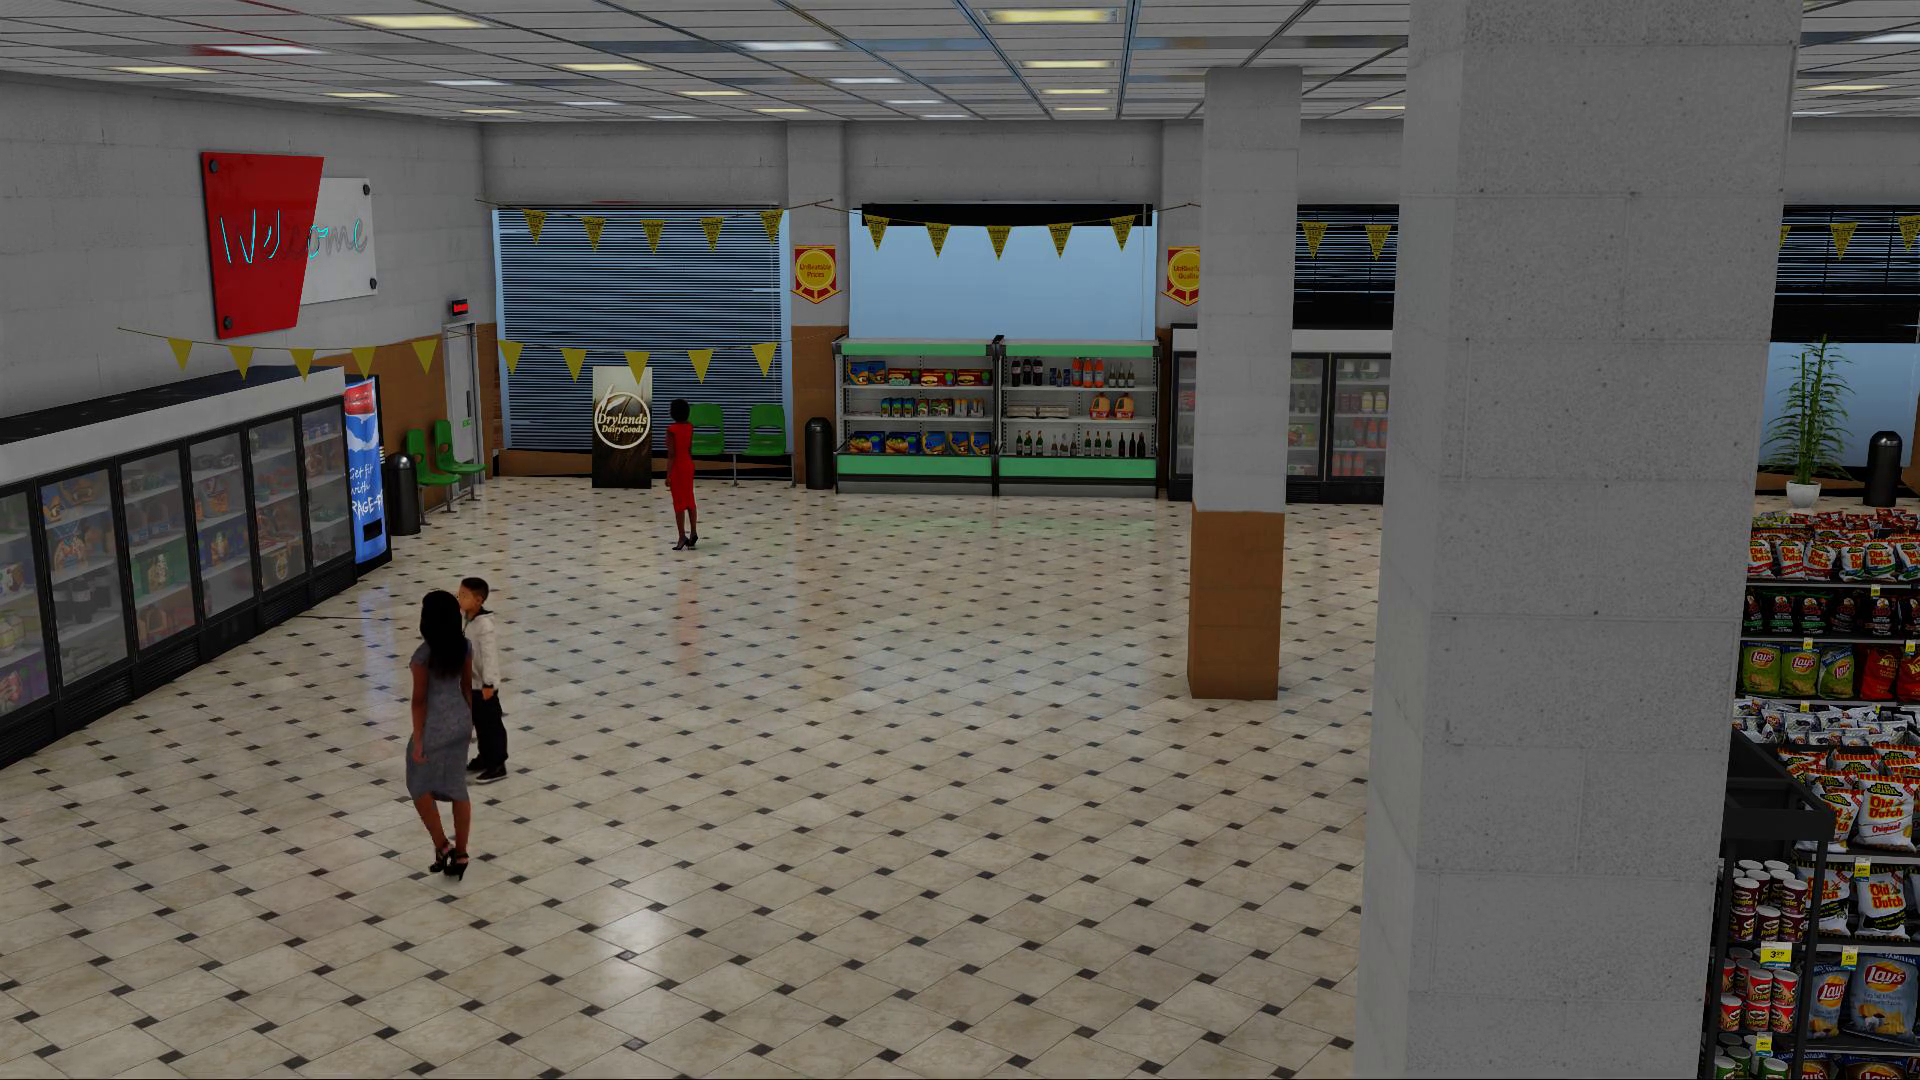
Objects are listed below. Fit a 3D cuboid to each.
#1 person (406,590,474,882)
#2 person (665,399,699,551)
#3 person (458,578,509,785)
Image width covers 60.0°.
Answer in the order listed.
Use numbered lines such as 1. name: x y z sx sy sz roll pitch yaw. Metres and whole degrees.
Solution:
1. person: -2.999 1.187 9.846 0.751 1.772 0.725 9 15 36
2. person: -3.209 -0.758 19.153 0.641 1.743 0.648 7 14 30
3. person: -3.352 0.966 11.668 0.700 1.454 0.640 -10 15 -38
